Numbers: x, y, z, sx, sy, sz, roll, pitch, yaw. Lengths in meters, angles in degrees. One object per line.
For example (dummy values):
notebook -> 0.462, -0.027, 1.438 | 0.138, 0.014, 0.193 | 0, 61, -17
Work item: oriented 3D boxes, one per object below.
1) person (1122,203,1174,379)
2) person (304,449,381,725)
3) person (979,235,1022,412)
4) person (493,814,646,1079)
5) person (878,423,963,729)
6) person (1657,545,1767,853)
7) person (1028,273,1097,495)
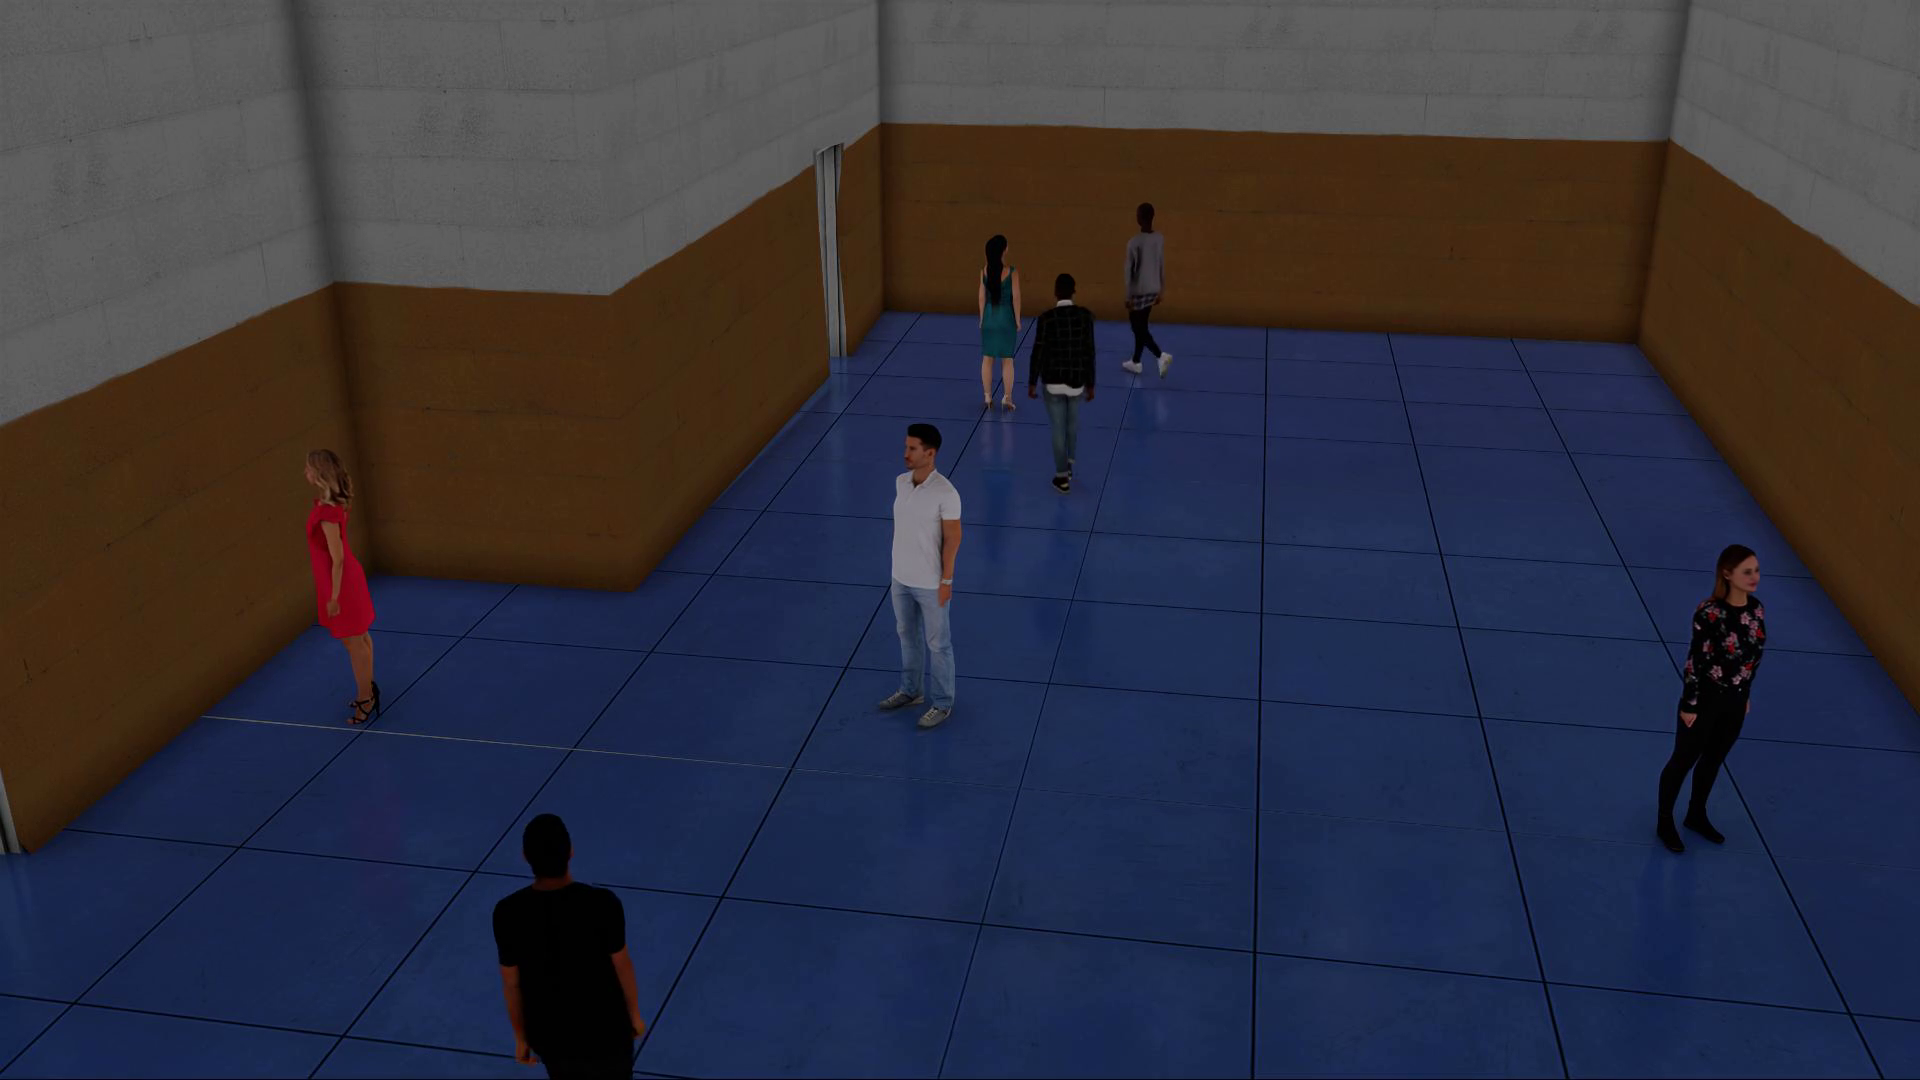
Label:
person -> 1.898, -2.461, 16.684 | 1.064, 1.750, 1.106 | -14, 26, -30
person -> -3.678, 0.263, 9.931 | 0.658, 1.728, 0.648 | -5, 22, -12
person -> 0.364, -2.053, 15.754 | 0.451, 1.686, 0.644 | 7, 23, 16
person -> -1.397, 1.816, 6.052 | 1.016, 1.740, 0.778 | 1, 22, 1
person -> -0.224, 0.195, 9.917 | 0.819, 1.866, 0.717 | -20, 29, -40
person -> 3.912, 0.812, 8.631 | 0.599, 1.680, 0.714 | -7, 23, -18
person -> 0.879, -1.255, 13.602 | 0.809, 1.809, 0.896 | -6, 23, -14
